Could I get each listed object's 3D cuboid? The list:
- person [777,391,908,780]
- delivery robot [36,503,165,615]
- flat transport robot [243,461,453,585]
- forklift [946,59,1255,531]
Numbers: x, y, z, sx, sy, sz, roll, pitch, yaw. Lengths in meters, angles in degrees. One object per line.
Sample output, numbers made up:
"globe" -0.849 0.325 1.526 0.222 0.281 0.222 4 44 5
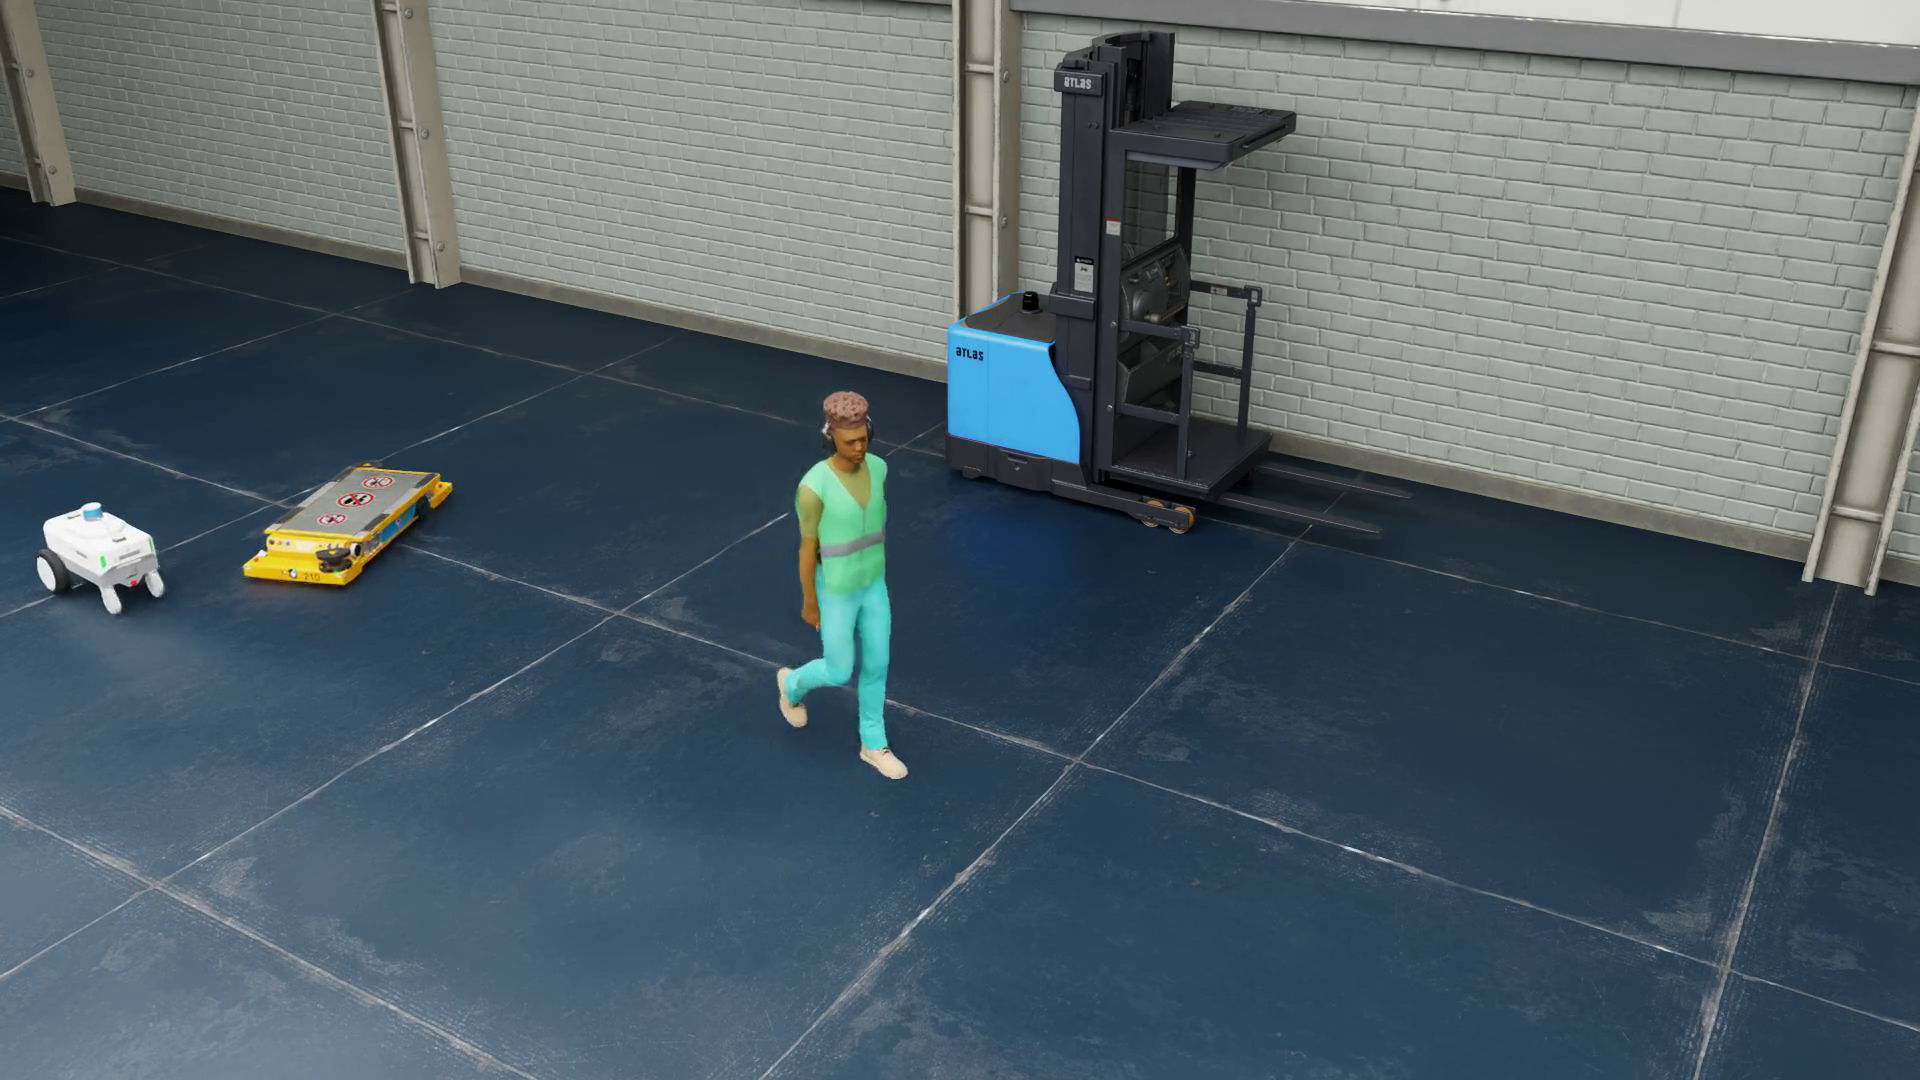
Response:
"person" -0.575 0.189 7.890 0.704 1.959 0.484 23 34 40
"delivery robot" -5.066 0.071 9.790 0.784 0.609 0.499 18 31 33
"flat transport robot" -3.840 -0.123 10.519 0.659 0.231 1.431 5 26 9
"forklift" 0.933 -1.707 10.833 1.873 2.768 1.129 15 29 28
